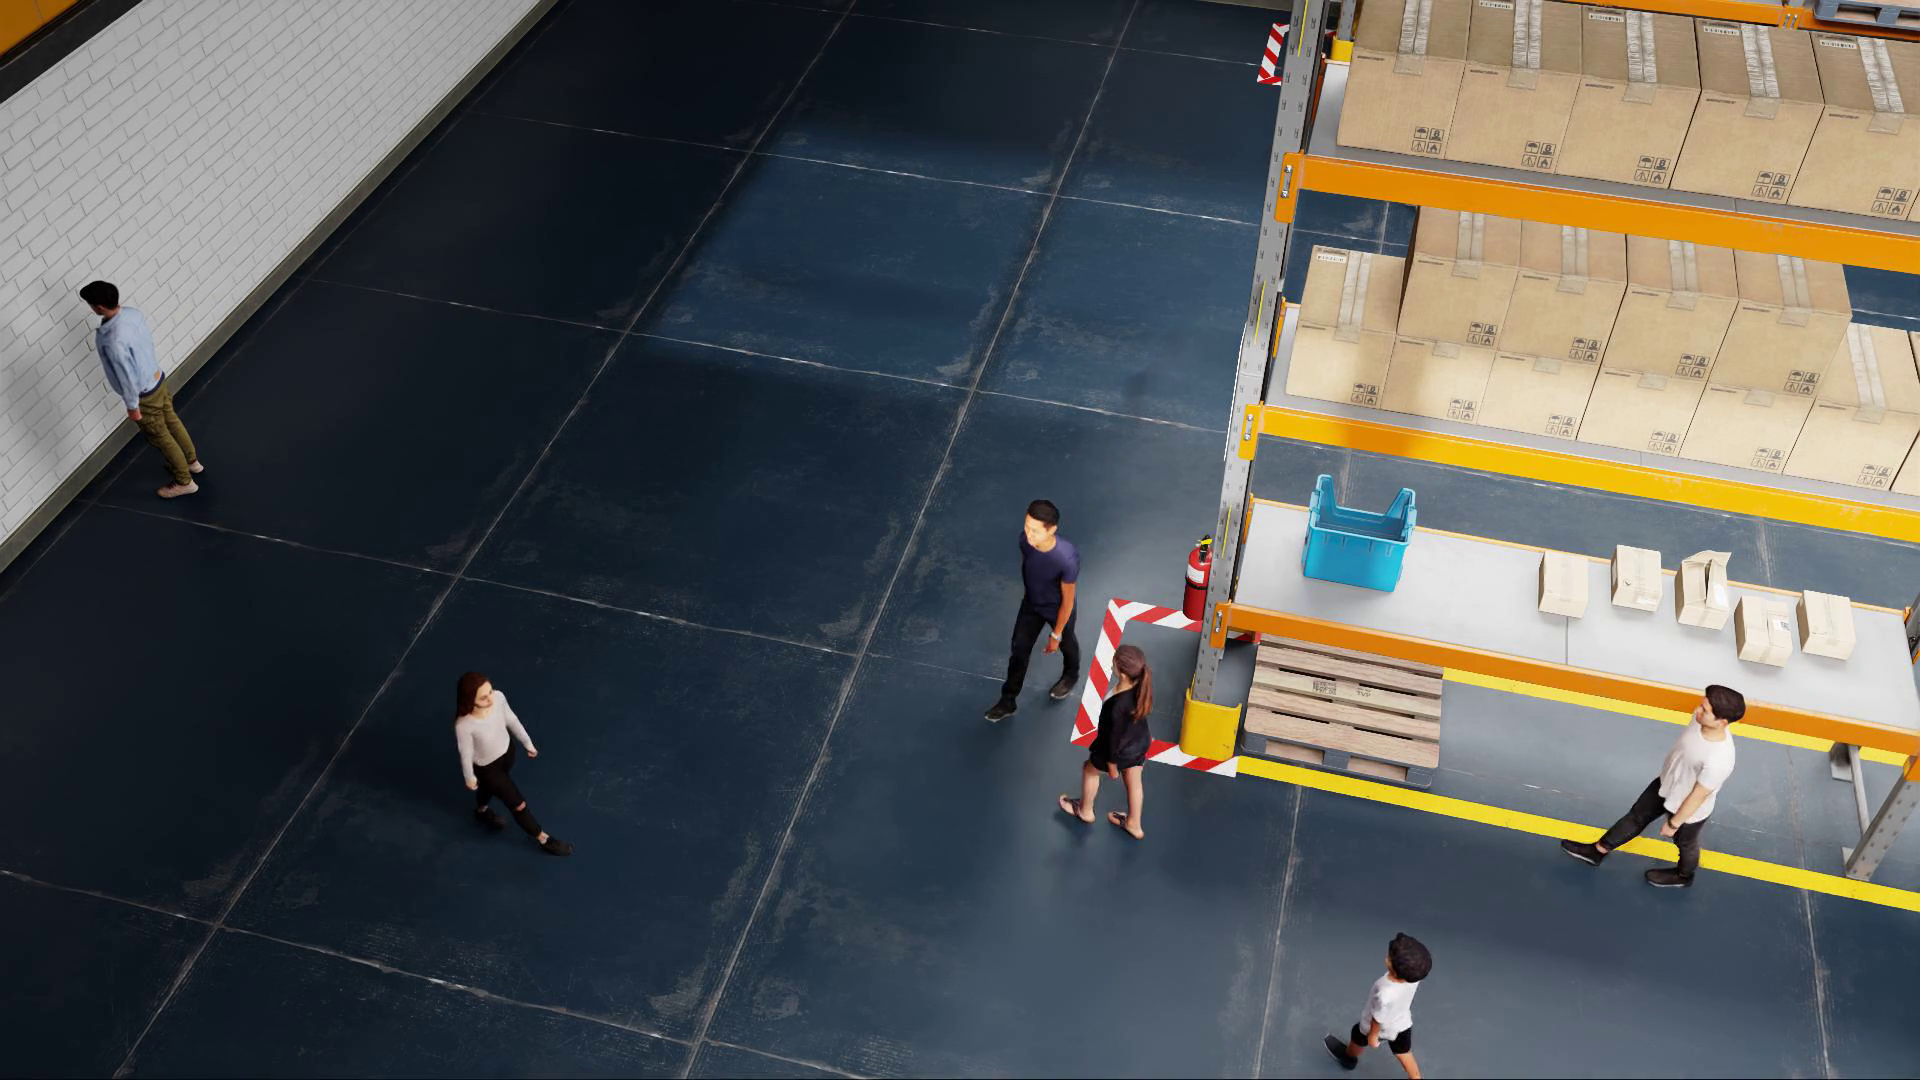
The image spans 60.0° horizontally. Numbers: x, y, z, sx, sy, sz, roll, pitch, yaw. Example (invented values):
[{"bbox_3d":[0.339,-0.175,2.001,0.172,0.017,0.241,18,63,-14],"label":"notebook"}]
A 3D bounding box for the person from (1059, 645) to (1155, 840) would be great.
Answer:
[{"bbox_3d":[1.022,1.218,9.698,0.861,1.539,0.728,31,51,28],"label":"person"}]

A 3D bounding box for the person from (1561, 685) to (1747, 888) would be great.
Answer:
[{"bbox_3d":[4.165,1.433,9.360,1.052,1.693,0.757,5,44,5],"label":"person"}]

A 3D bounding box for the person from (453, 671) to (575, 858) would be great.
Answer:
[{"bbox_3d":[-2.776,1.262,9.722,1.006,1.442,0.681,18,47,18],"label":"person"}]

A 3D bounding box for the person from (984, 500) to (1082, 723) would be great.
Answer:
[{"bbox_3d":[0.632,0.372,10.430,1.041,1.754,0.982,29,51,27],"label":"person"}]

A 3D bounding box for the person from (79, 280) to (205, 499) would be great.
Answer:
[{"bbox_3d":[-5.850,-1.096,11.930,0.697,1.810,0.745,-4,44,-4],"label":"person"}]

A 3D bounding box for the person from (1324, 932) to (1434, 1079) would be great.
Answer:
[{"bbox_3d":[2.263,2.492,8.575,0.797,1.243,0.916,-28,50,-26],"label":"person"}]
